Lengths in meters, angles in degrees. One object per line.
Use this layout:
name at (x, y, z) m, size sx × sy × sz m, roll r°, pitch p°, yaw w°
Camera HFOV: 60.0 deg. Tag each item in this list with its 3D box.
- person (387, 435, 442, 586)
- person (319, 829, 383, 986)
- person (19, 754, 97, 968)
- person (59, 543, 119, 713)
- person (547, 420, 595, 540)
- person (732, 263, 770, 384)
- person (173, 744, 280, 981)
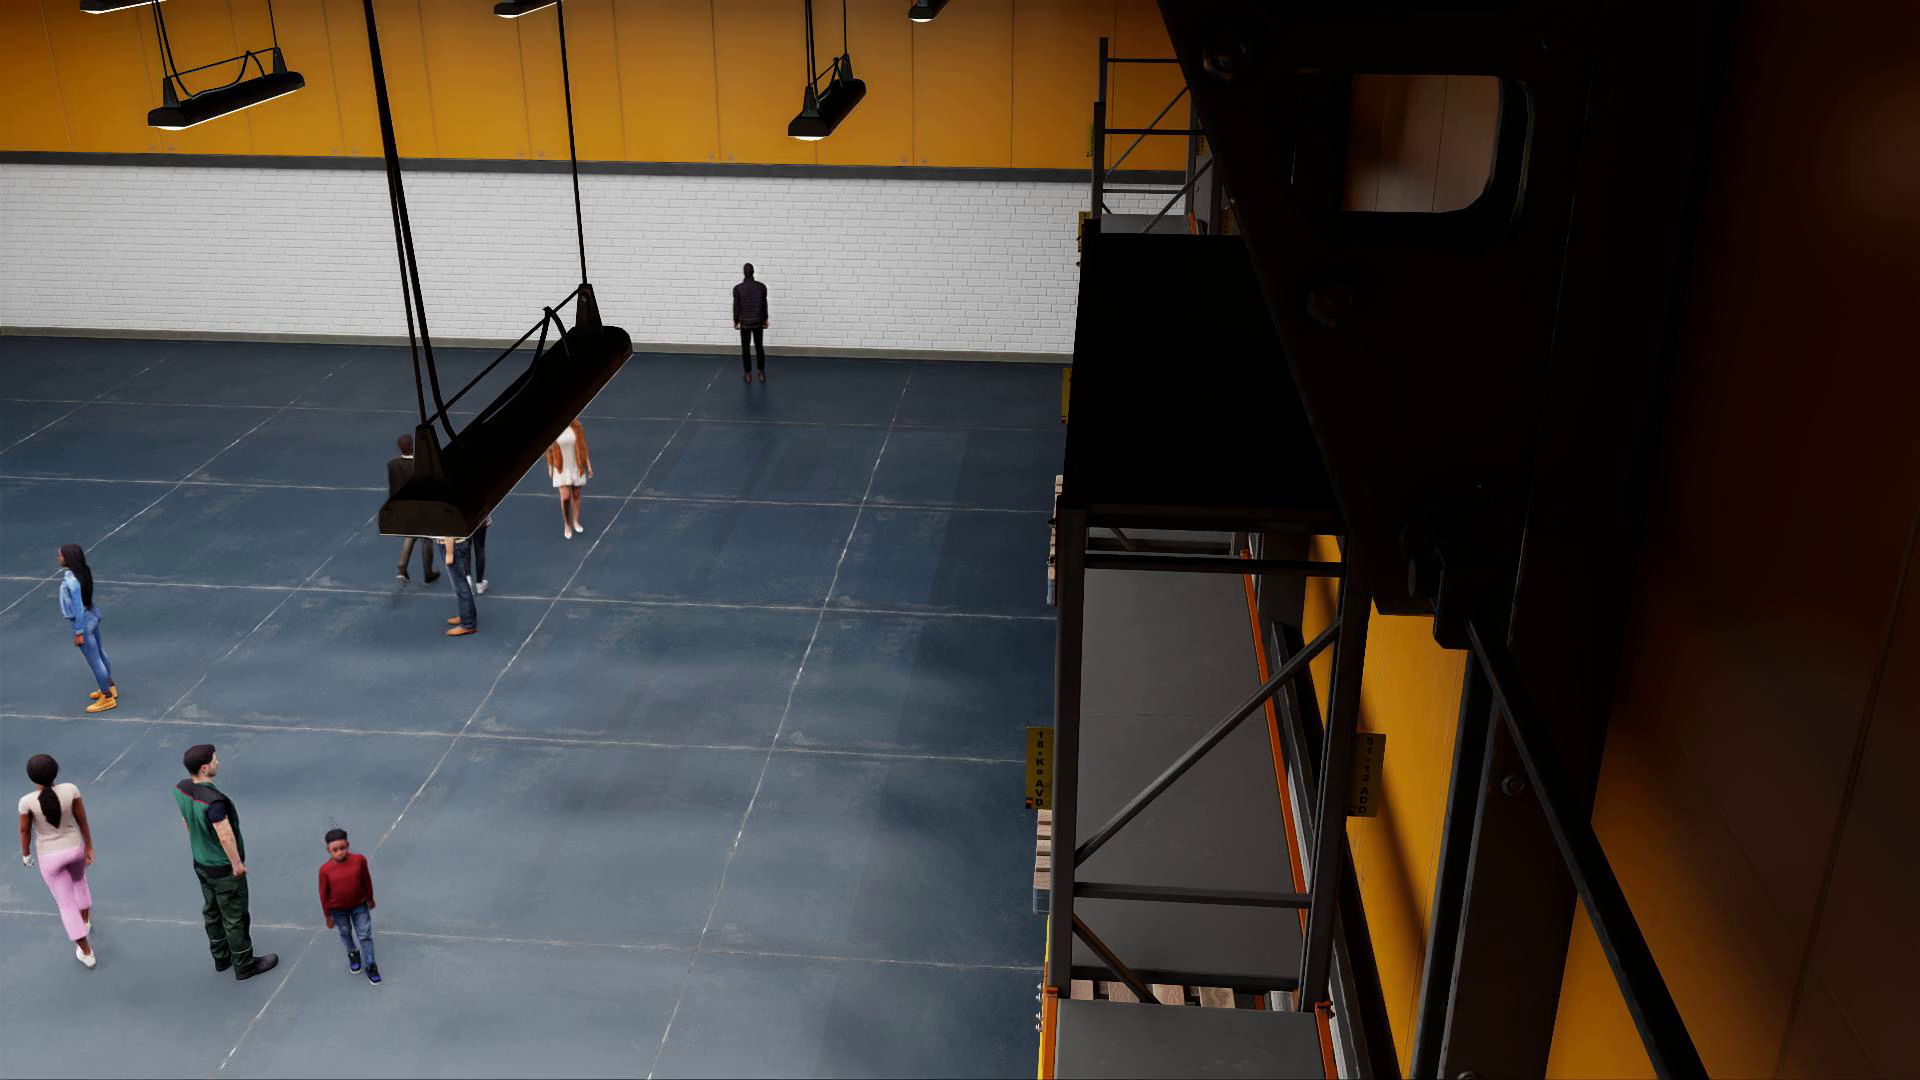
person at (-6.072, -0.285, 18.422) m, size 0.745 × 1.791 × 0.865 m, roll 6°, pitch 24°, yaw 13°
person at (-4.559, 2.661, 12.368) m, size 0.702 × 1.241 × 0.810 m, roll -10°, pitch 26°, yaw -22°
person at (-6.646, 2.404, 12.366) m, size 0.996 × 1.715 × 0.961 m, roll 21°, pitch 31°, yaw 40°
person at (-8.395, 0.818, 15.995) m, size 0.724 × 1.713 × 0.579 m, roll -7°, pitch 25°, yaw -15°
person at (-4.705, -0.900, 19.939) m, size 0.781 × 1.701 × 0.829 m, roll -11°, pitch 26°, yaw -23°
person at (-3.183, -3.307, 25.280) m, size 0.767 × 1.835 × 0.716 m, roll -7°, pitch 25°, yaw -17°
person at (-5.466, 2.358, 12.240) m, size 0.767 × 1.900 × 0.761 m, roll 16°, pitch 28°, yaw 31°
